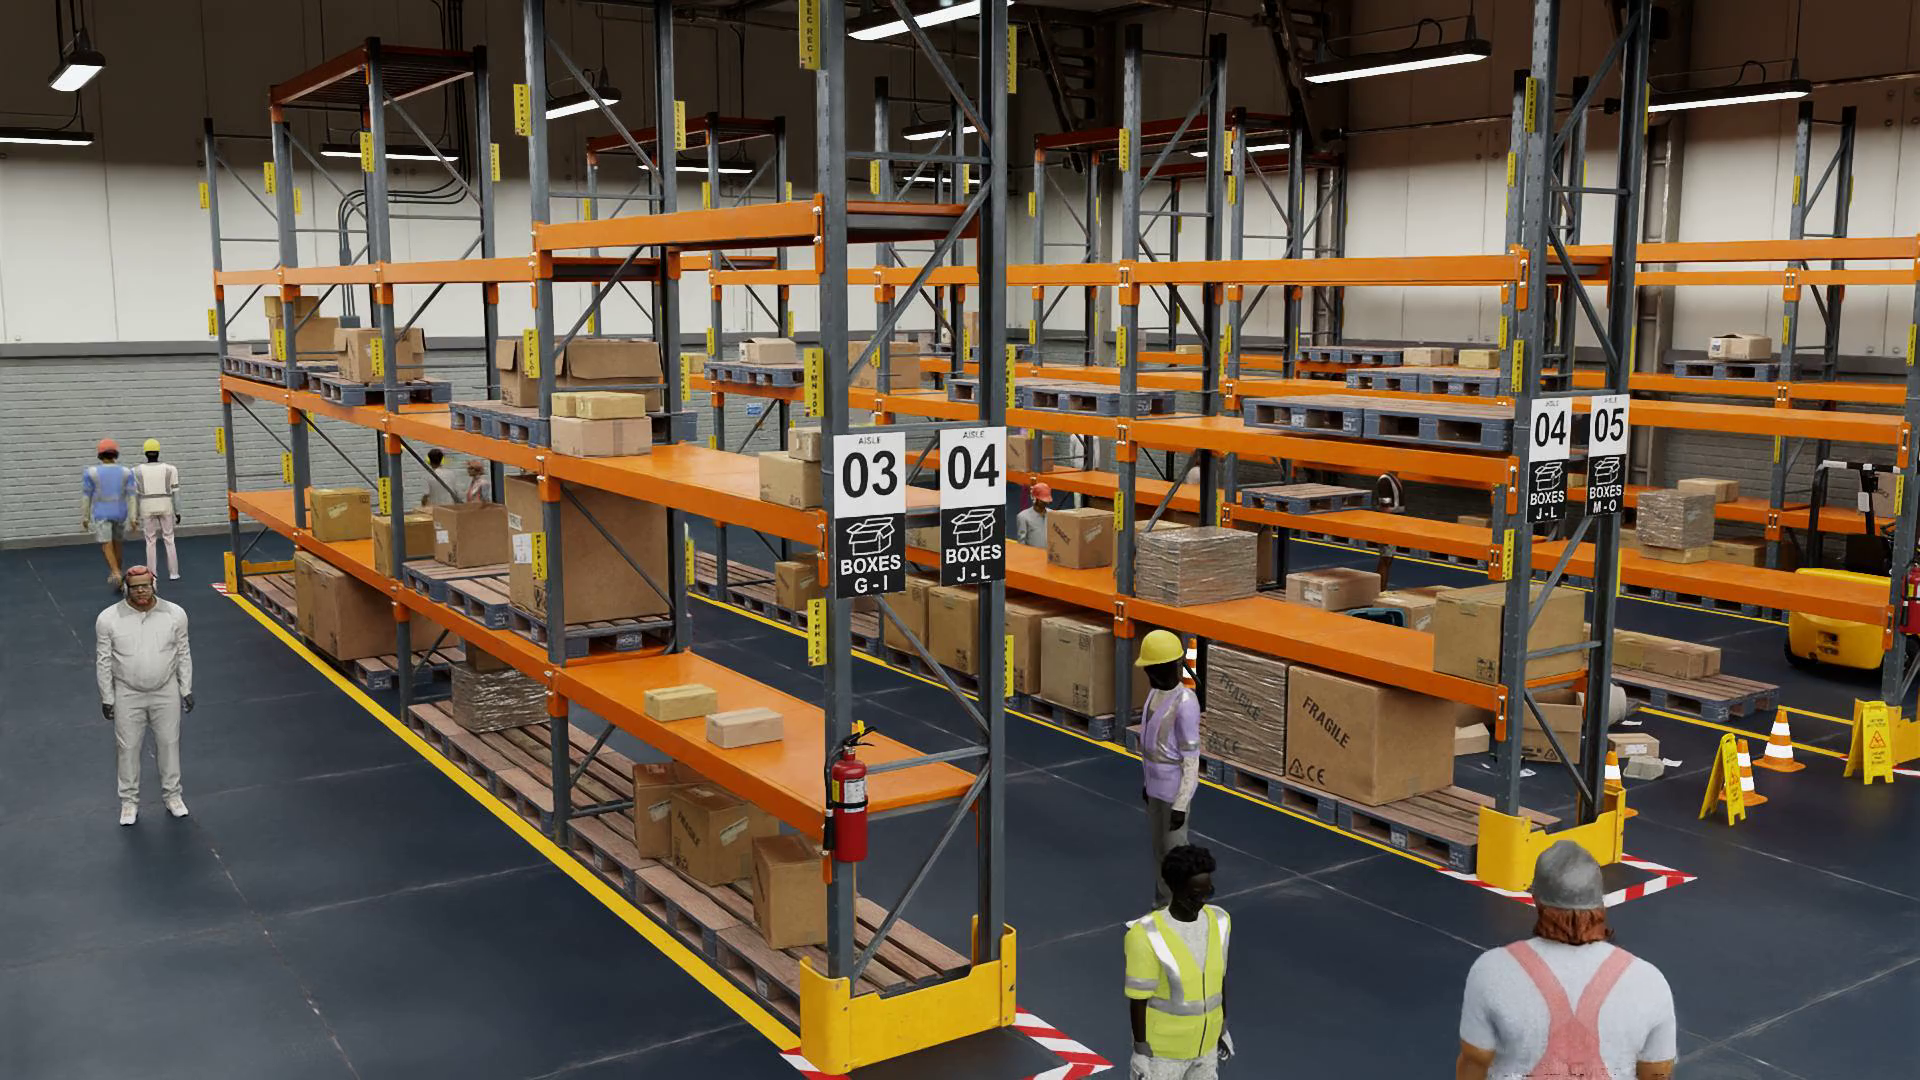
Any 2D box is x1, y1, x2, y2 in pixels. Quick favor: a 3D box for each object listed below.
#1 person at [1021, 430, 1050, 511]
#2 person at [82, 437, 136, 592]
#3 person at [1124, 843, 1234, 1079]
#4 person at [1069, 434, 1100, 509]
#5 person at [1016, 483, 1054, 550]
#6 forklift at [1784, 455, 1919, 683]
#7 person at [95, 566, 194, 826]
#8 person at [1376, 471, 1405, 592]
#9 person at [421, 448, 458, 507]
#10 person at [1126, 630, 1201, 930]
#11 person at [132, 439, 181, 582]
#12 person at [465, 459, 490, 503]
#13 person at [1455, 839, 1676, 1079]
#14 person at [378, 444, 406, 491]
[{"bbox_3d":[1.342,-1.216,28.496,0.542,1.726,0.866,-6,10,-35],"label":"person"},{"bbox_3d":[-11.068,-0.331,21.700,0.610,2.016,0.970,-7,11,-41],"label":"person"},{"bbox_3d":[0.901,2.056,6.816,0.532,1.696,0.319,-5,10,-33],"label":"person"},{"bbox_3d":[2.191,-1.313,29.070,0.564,1.747,0.339,5,10,30],"label":"person"},{"bbox_3d":[0.901,0.213,18.911,0.562,1.747,0.335,-5,10,-33],"label":"person"},{"bbox_3d":[9.643,0.253,17.172,2.313,2.155,1.214,-6,10,-33],"label":"forklift"},{"bbox_3d":[-5.996,1.132,12.270,0.638,1.910,0.407,-5,10,-33],"label":"person"},{"bbox_3d":[5.283,-0.151,20.352,0.378,2.045,0.605,4,9,24],"label":"person"},{"bbox_3d":[-6.867,-0.287,21.936,0.459,1.841,0.636,5,10,28],"label":"person"},{"bbox_3d":[1.223,1.479,9.927,0.381,1.917,0.585,-2,9,-14],"label":"person"},{"bbox_3d":[-10.816,-0.396,22.380,0.594,1.922,0.385,-5,10,-30],"label":"person"},{"bbox_3d":[-6.526,-0.285,22.600,0.310,1.637,0.522,-6,11,-37],"label":"person"},{"bbox_3d":[2.096,2.029,5.853,0.698,2.000,0.621,2,9,14],"label":"person"},{"bbox_3d":[-7.821,-0.483,22.970,0.383,1.923,0.589,-5,10,-29],"label":"person"}]
